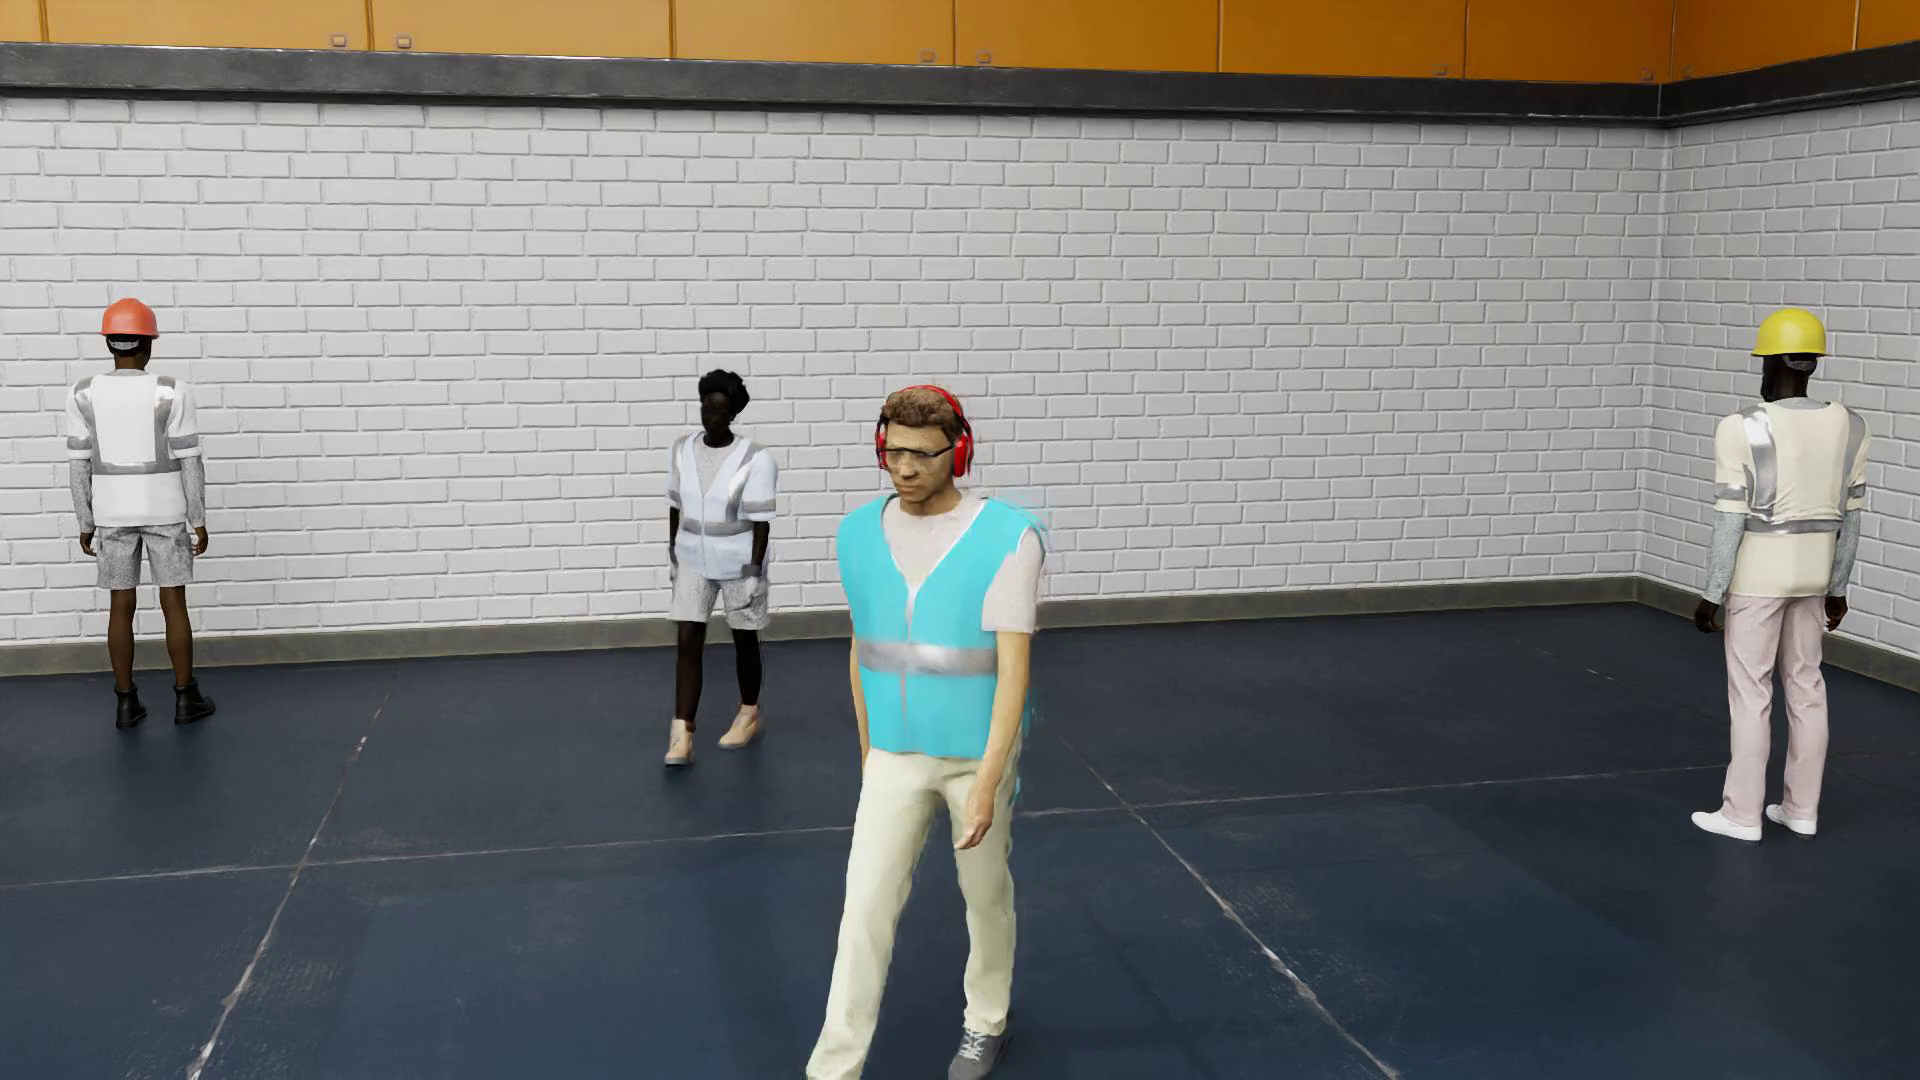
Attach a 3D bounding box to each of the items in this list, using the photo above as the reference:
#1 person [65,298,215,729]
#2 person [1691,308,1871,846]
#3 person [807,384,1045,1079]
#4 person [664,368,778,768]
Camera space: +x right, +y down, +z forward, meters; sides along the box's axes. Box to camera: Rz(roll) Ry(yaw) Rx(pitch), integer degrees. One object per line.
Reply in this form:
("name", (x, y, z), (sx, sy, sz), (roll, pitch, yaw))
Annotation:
("person", (-3.689, -0.118, 7.514), (0.553, 1.933, 0.370), (-2, 10, -12))
("person", (2.929, 0.137, 5.988), (0.595, 1.925, 0.374), (-2, 10, -12))
("person", (-0.105, 0.541, 3.933), (0.560, 1.784, 0.982), (4, 10, 23))
("person", (-1.009, 0.114, 6.909), (0.546, 1.655, 0.766), (3, 10, 17))
